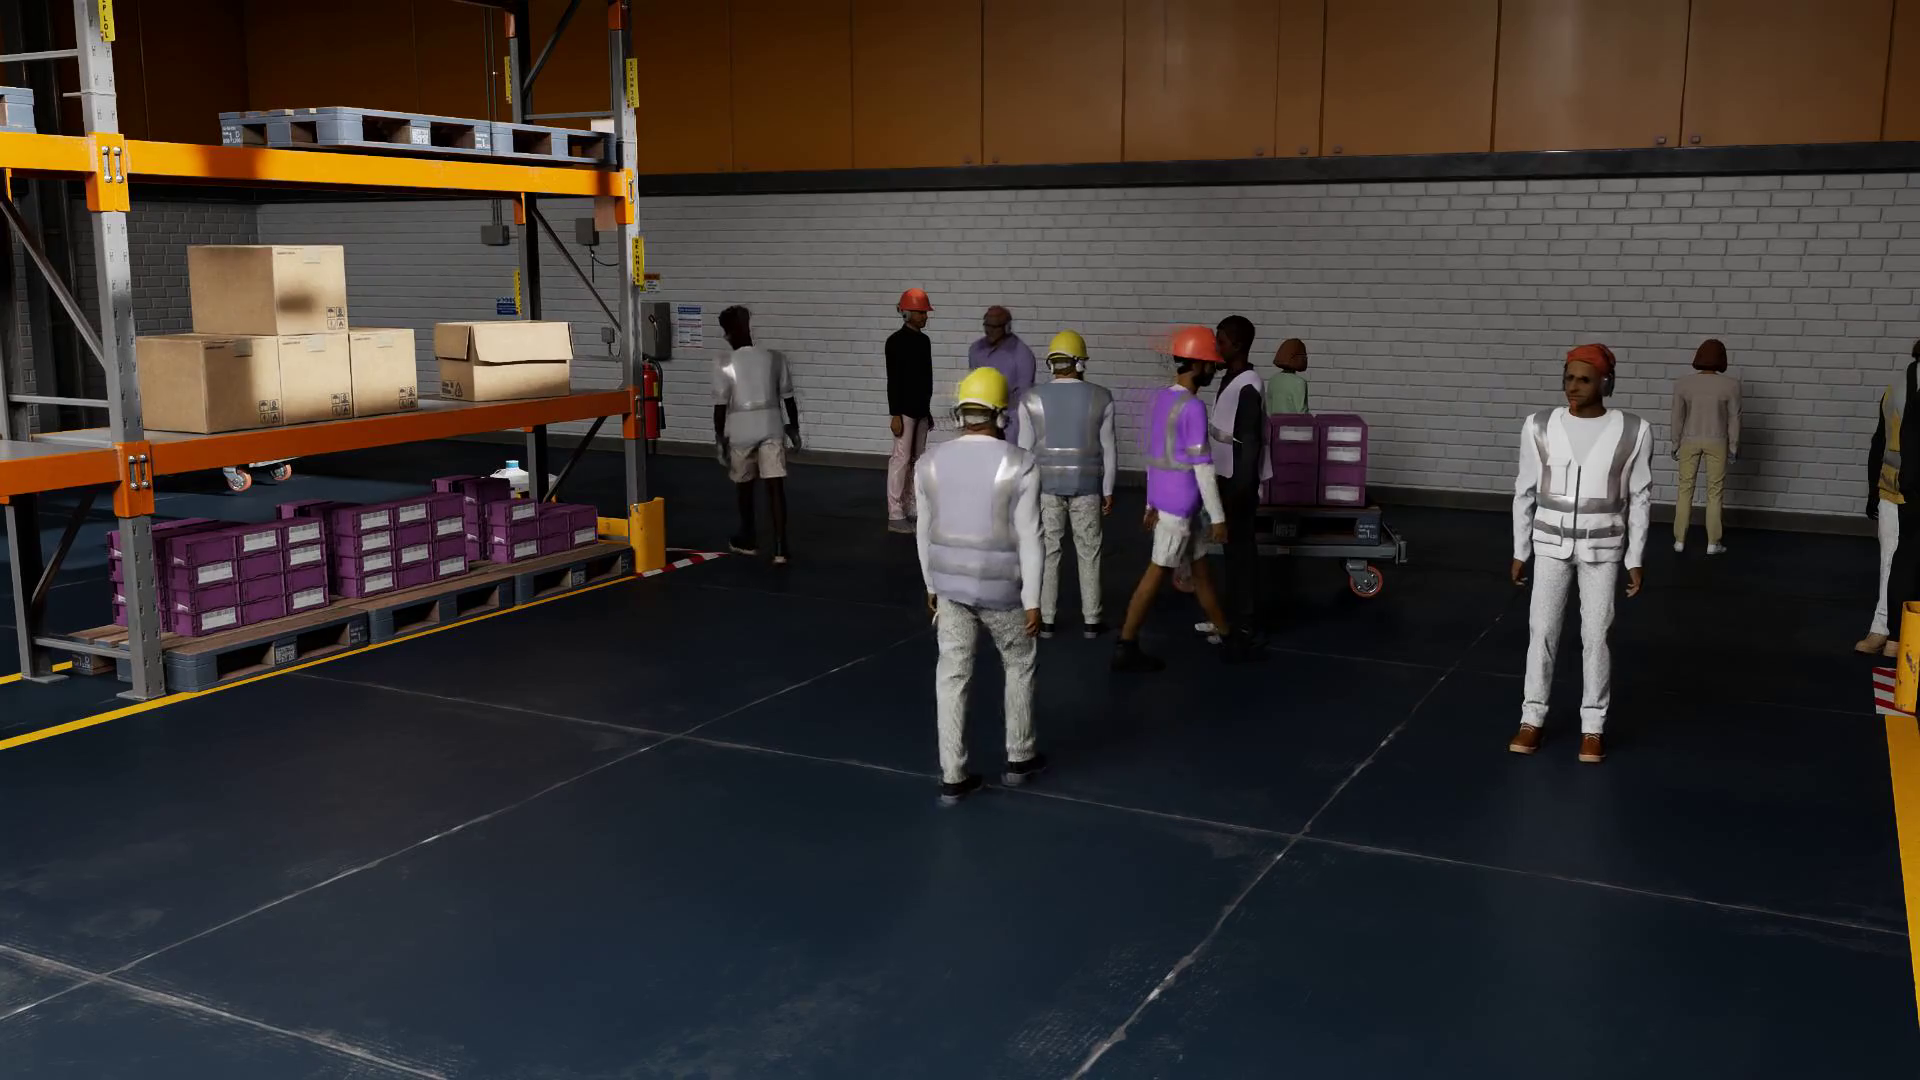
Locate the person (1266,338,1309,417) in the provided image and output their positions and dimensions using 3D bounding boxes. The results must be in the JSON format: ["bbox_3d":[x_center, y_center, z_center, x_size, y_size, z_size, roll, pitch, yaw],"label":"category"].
[{"bbox_3d":[2.524,-0.726,12.755,0.285,1.633,0.497,-4,11,-22],"label":"person"}]

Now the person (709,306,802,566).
[{"bbox_3d":[-1.483,-0.769,12.249,0.717,1.901,1.006,-3,10,-18],"label":"person"}]

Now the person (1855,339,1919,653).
[{"bbox_3d":[5.381,-0.231,9.296,0.429,1.839,0.634,-7,12,-36],"label":"person"}]

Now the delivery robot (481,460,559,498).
[{"bbox_3d":[-3.714,-0.419,13.824,0.707,0.478,0.477,-6,11,-30],"label":"delivery robot"}]

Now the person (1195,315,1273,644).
[{"bbox_3d":[1.626,-0.350,9.754,0.391,1.920,0.587,0,10,-2],"label":"person"}]

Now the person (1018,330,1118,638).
[{"bbox_3d":[0.637,-0.321,9.857,0.587,1.826,0.404,1,10,6],"label":"person"}]

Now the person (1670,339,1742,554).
[{"bbox_3d":[5.657,-0.706,12.641,0.500,1.633,0.280,7,12,34],"label":"person"}]

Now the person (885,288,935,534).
[{"bbox_3d":[-0.385,-1.060,13.645,0.397,1.992,0.623,5,11,27],"label":"person"}]

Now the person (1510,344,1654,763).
[{"bbox_3d":[2.777,0.061,7.477,0.578,1.881,0.346,5,11,28],"label":"person"}]

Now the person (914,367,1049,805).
[{"bbox_3d":[0.133,0.174,7.033,0.618,1.801,0.760,5,11,25],"label":"person"}]

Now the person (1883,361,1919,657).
[{"bbox_3d":[5.456,-0.309,9.161,0.536,2.000,0.675,-1,10,-6],"label":"person"}]

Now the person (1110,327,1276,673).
[{"bbox_3d":[1.274,-0.202,8.993,0.990,1.879,0.571,-1,10,-8],"label":"person"}]

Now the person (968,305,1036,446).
[{"bbox_3d":[0.375,-0.970,13.483,0.664,1.874,0.649,7,12,36],"label":"person"}]
